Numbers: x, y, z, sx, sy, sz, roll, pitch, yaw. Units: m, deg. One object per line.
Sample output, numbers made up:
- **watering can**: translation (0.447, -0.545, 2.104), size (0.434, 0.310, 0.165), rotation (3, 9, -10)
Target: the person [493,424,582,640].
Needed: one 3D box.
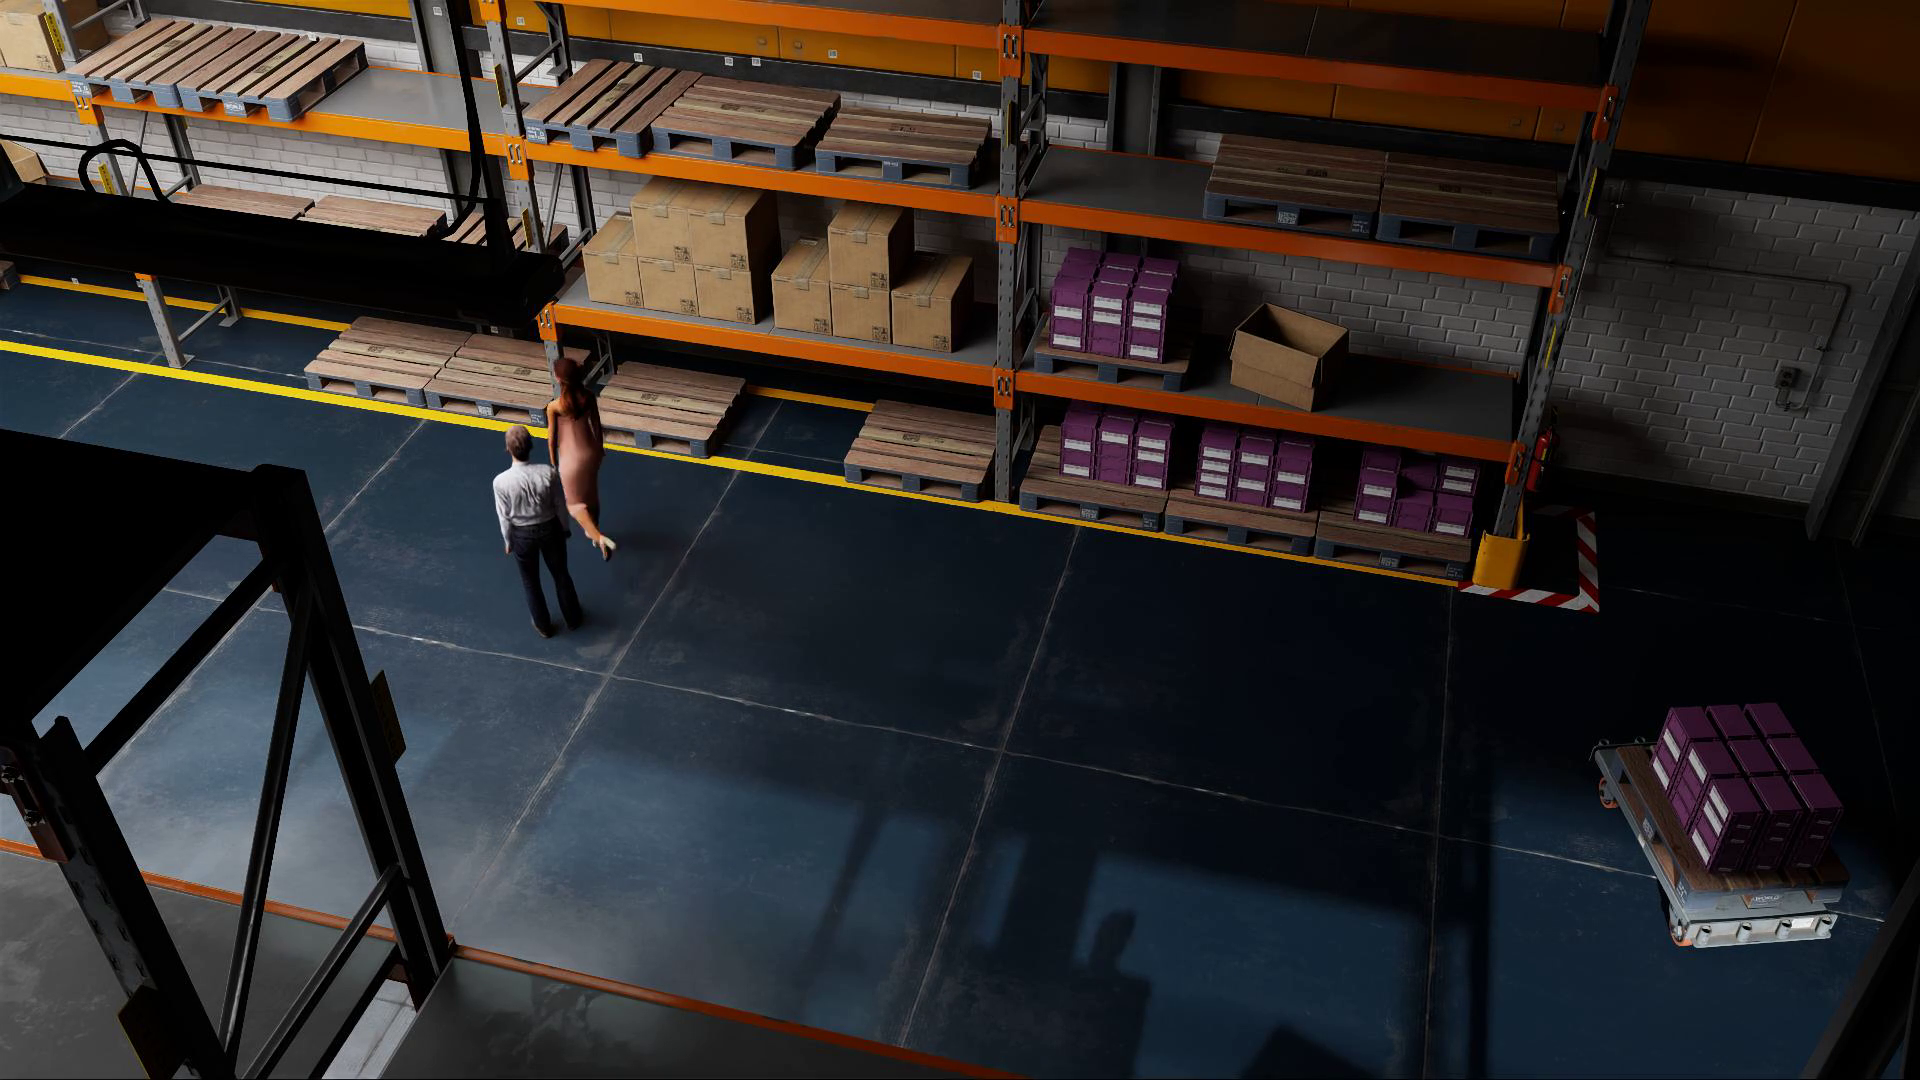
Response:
- **person**: translation (-3.117, -0.059, 12.218), size (0.705, 1.818, 0.797), rotation (-15, 41, -17)

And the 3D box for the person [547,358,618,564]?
- **person**: translation (-2.909, -0.581, 12.872), size (0.896, 1.817, 1.016), rotation (-26, 46, -29)
